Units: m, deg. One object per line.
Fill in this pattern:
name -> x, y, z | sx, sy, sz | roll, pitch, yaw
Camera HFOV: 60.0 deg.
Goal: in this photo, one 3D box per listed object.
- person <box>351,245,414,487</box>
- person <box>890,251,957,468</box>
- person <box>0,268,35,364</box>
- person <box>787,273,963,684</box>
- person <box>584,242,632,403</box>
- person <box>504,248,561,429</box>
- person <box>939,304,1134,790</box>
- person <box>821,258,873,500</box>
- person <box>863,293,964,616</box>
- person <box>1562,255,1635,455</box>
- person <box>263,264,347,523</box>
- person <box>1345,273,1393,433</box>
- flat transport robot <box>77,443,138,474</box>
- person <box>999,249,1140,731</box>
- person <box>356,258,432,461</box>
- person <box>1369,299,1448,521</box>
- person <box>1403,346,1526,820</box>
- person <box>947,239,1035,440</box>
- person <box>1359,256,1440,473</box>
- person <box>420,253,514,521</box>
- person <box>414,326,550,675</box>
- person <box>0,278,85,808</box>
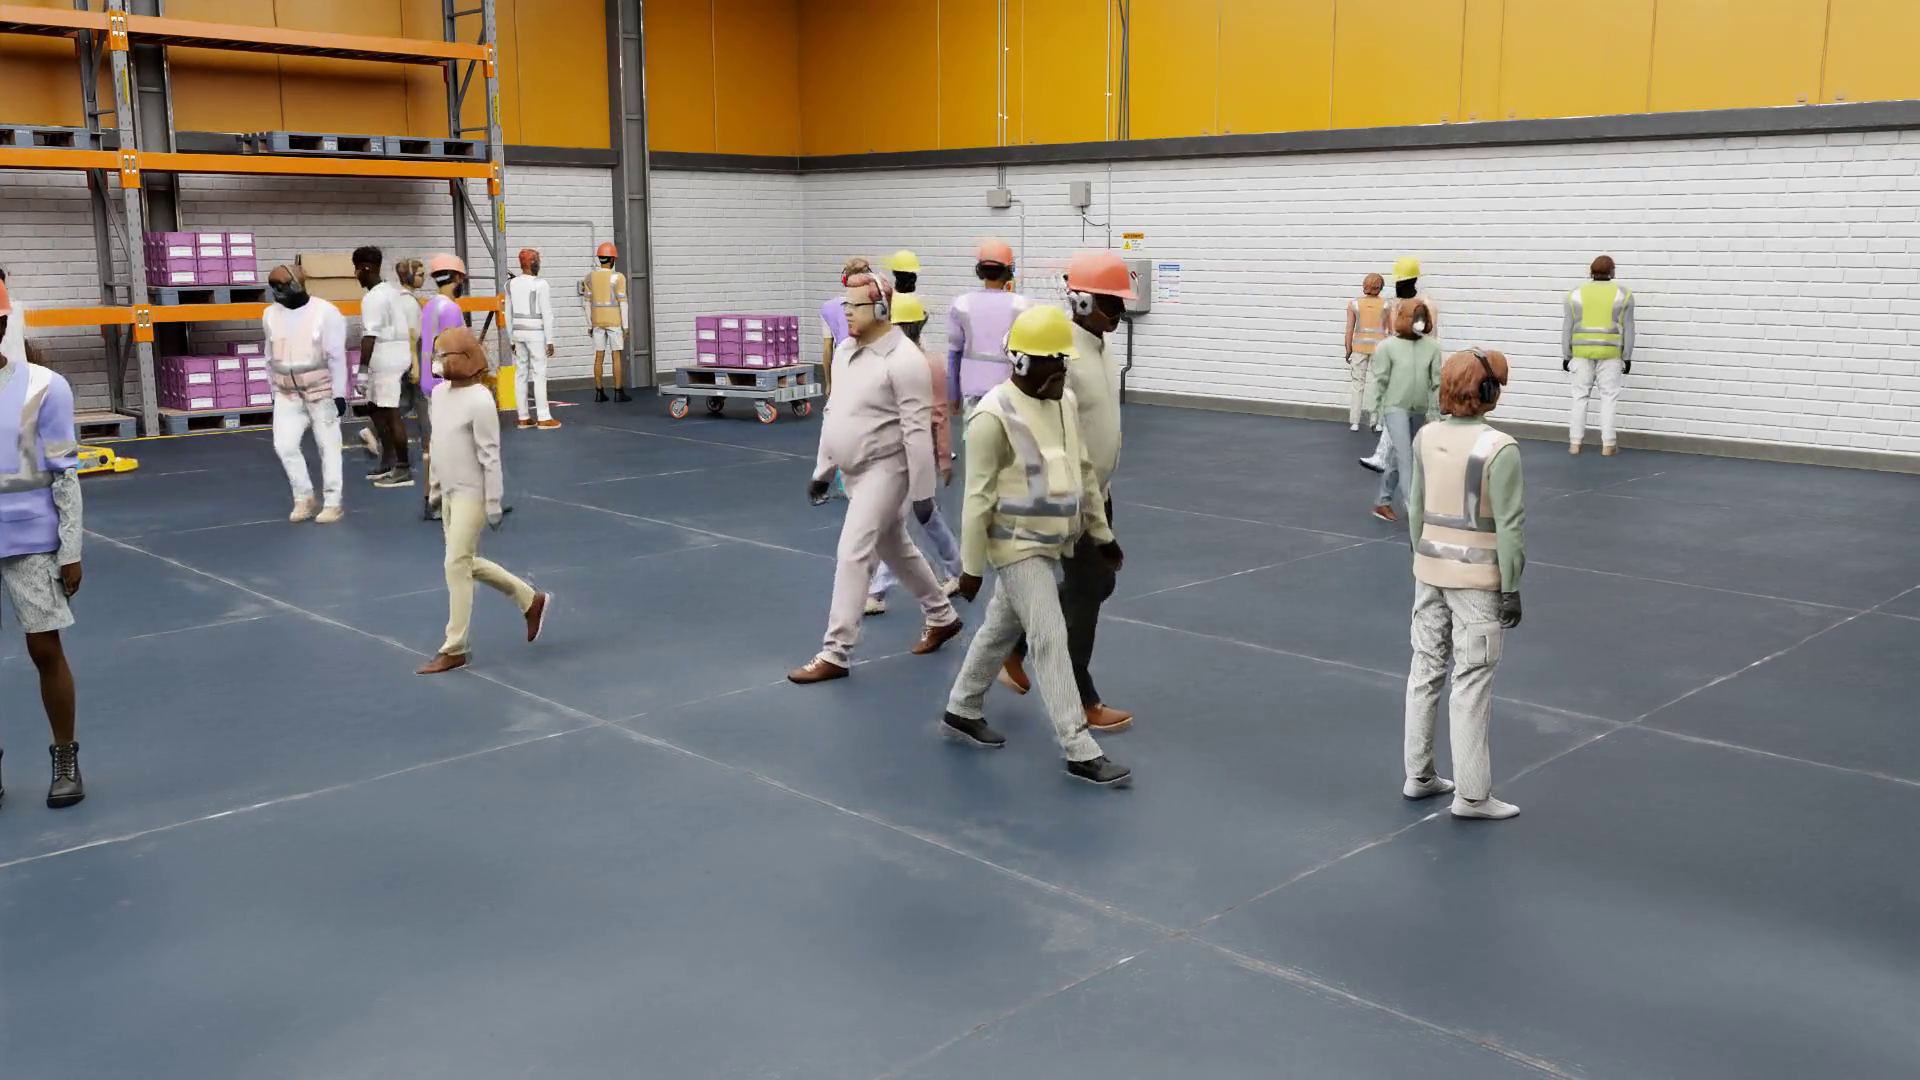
person -> -4.705, -1.400, 13.468 | 0.585, 1.935, 0.731 | 0, 10, -3
person -> -0.423, -1.523, 14.273 | 0.958, 1.876, 0.616 | 5, 12, 25
person -> -7.380, -1.211, 12.772 | 0.976, 1.812, 0.504 | 0, 10, 0
person -> -0.358, -0.308, 7.731 | 1.014, 1.863, 0.632 | -6, 12, -31
person -> -4.267, -2.636, 20.198 | 0.550, 1.935, 0.375 | 3, 11, 14
person -> -4.491, -2.100, 17.418 | 0.576, 1.886, 0.362 | 5, 12, 26
person -> 0.255, 0.002, 6.292 | 0.933, 1.779, 0.636 | 6, 12, 30
person -> -0.770, -1.216, 12.694 | 0.566, 1.850, 0.389 | 0, 10, 3
person -> -0.270, -0.473, 9.008 | 0.908, 1.718, 0.552 | -7, 13, -34
person -> 5.892, -1.701, 15.369 | 0.633, 1.839, 0.429 | 5, 12, 26
person -> -4.565, -1.010, 11.647 | 0.658, 1.815, 0.474 | 1, 10, 3
person -> 4.220, -1.919, 17.105 | 0.525, 1.639, 0.307 | 4, 11, 19
flat transport robot -> -7.674, -0.624, 13.776 | 0.652, 0.197, 1.431 | 6, 12, 29
person -> 0.420, -0.201, 6.842 | 0.657, 1.969, 0.643 | 4, 11, 21
person -> -4.966, -1.588, 14.789 | 0.754, 1.826, 0.515 | -8, 13, -36
person -> 3.122, -0.874, 11.529 | 0.518, 1.580, 0.850 | -4, 11, -19
person -> 1.752, 0.153, 5.796 | 0.308, 1.644, 0.516 | -5, 12, -26
person -> 0.228, -1.036, 11.331 | 0.630, 1.984, 1.031 | 2, 11, 11
person -> 3.855, -1.481, 14.167 | 1.048, 1.839, 0.592 | -5, 12, -26
person -> -3.537, -1.086, 11.873 | 0.773, 1.895, 0.584 | -7, 13, -34
person -> -2.277, -0.206, 7.831 | 0.681, 1.615, 0.505 | -9, 14, -39
person -> -3.356, 0.012, 5.807 | 0.540, 1.930, 0.384 | -3, 11, -16
